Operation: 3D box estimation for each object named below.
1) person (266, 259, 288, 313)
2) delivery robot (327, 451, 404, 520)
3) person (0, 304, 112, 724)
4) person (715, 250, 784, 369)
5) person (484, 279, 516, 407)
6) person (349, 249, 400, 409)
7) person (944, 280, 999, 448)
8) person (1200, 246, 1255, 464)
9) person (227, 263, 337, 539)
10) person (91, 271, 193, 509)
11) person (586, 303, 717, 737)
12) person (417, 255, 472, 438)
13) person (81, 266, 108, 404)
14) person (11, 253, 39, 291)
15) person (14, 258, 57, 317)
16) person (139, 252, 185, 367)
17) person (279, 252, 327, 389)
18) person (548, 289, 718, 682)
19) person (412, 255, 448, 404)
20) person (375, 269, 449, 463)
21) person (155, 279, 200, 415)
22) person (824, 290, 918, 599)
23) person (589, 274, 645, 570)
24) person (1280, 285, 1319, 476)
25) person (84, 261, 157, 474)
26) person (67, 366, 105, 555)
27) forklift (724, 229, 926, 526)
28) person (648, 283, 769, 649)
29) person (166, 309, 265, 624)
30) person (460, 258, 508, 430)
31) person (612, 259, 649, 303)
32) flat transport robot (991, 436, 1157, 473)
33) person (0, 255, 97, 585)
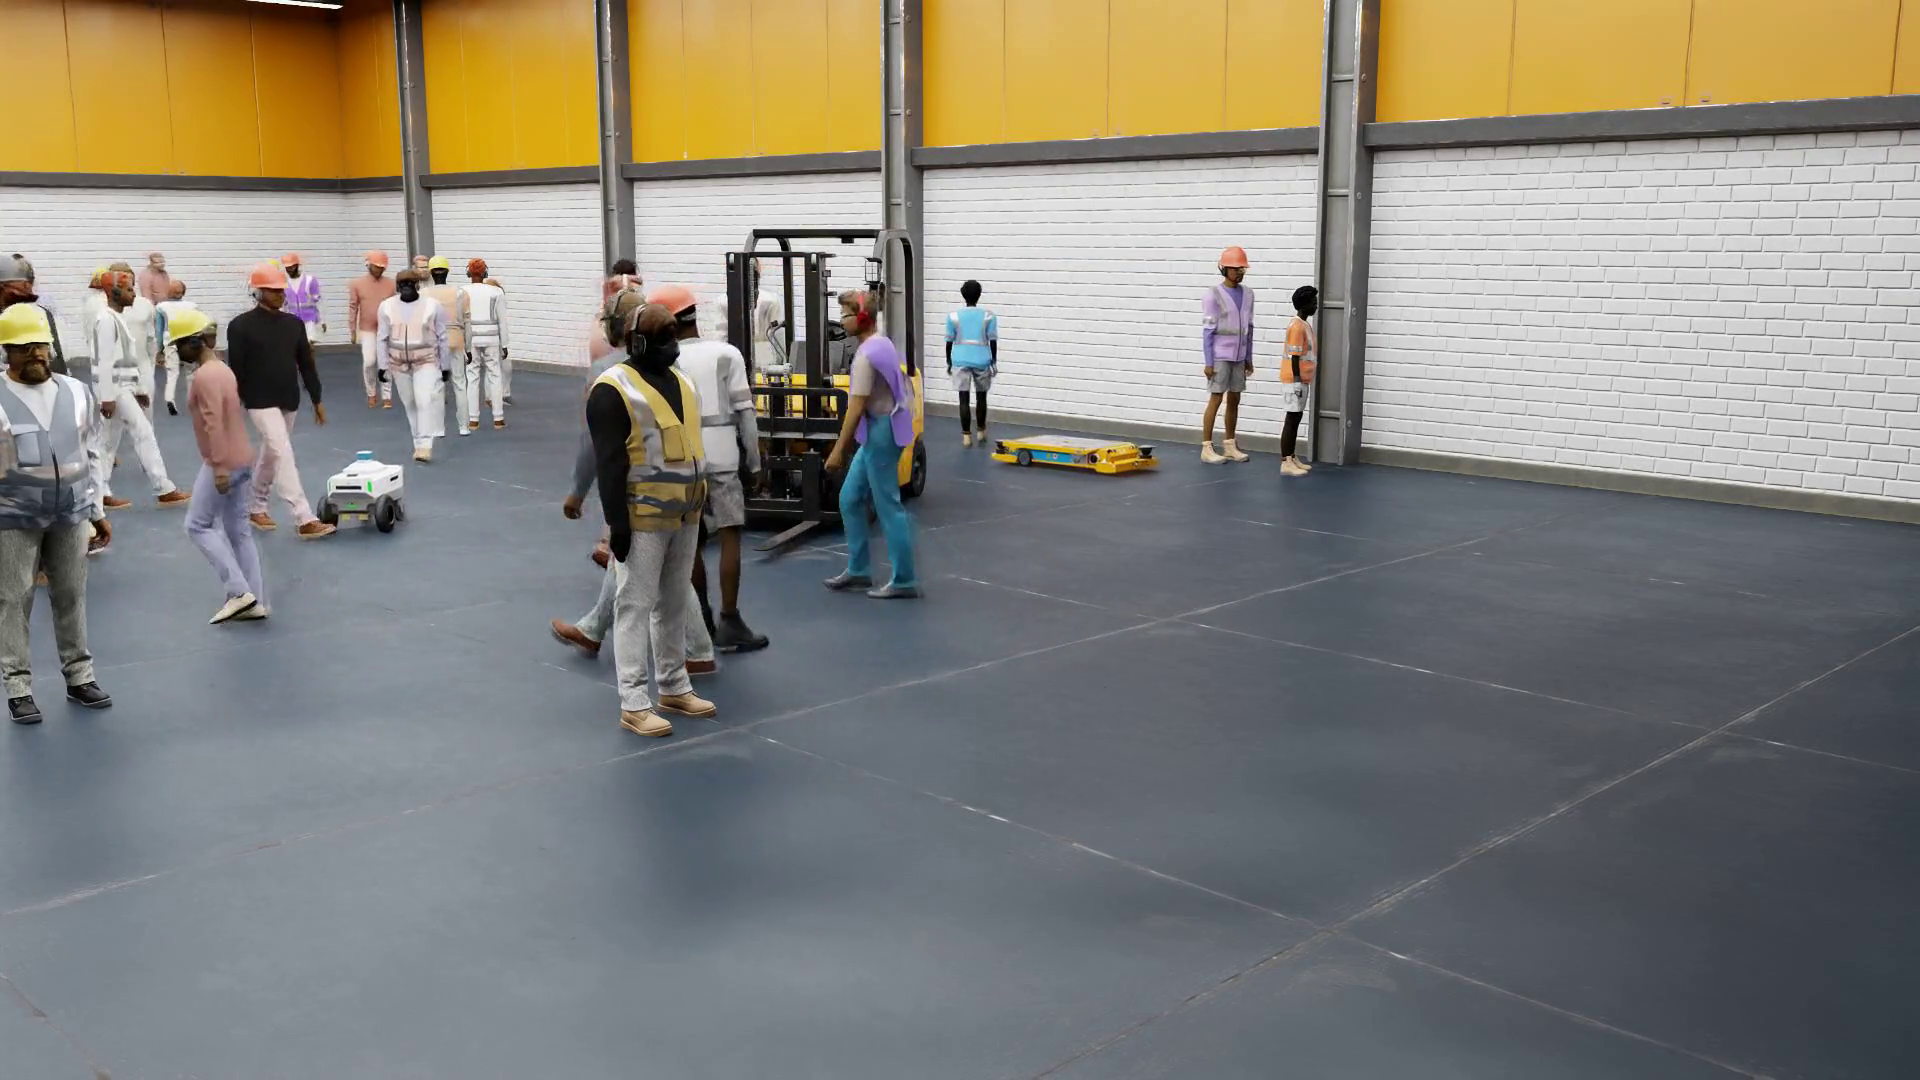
[{"bbox_3d":[-10.657,-3.480,25.885,0.522,1.763,0.319,5,12,25],"label":"person"},{"bbox_3d":[-4.339,-0.405,12.150,0.477,0.478,0.707,0,10,0],"label":"delivery robot"},{"bbox_3d":[-4.072,-0.122,7.371,0.403,1.835,0.588,8,13,37],"label":"person"},{"bbox_3d":[-1.925,-1.618,15.100,0.601,2.014,1.002,1,10,8],"label":"person"},{"bbox_3d":[-5.784,-2.435,20.625,0.453,1.594,0.535,7,12,32],"label":"person"},{"bbox_3d":[-7.162,-2.585,20.465,0.650,1.954,0.489,-5,11,-25],"label":"person"},{"bbox_3d":[0.114,-1.799,16.945,0.553,1.663,0.769,0,10,-1],"label":"person"},{"bbox_3d":[2.527,-1.716,15.550,0.609,2.032,0.440,-7,12,-33],"label":"person"},{"bbox_3d":[-4.844,-0.987,11.806,1.020,1.941,0.638,5,12,27],"label":"person"},{"bbox_3d":[-6.403,-1.155,12.954,0.916,1.844,0.599,-4,11,-21],"label":"person"},{"bbox_3d":[-1.305,-0.094,7.199,0.429,1.845,0.627,5,12,27],"label":"person"},{"bbox_3d":[-5.456,-2.038,17.592,0.585,1.918,0.379,-5,12,-26],"label":"person"},{"bbox_3d":[-10.830,-2.593,21.096,0.494,1.743,0.307,-3,11,-16],"label":"person"},{"bbox_3d":[-14.029,-3.348,24.911,0.505,1.857,0.319,-6,12,-29],"label":"person"},{"bbox_3d":[-8.413,-1.576,15.060,0.631,1.949,0.409,1,10,4],"label":"person"},{"bbox_3d":[-12.882,-3.688,26.749,0.838,1.858,0.670,3,11,14],"label":"person"},{"bbox_3d":[-9.134,-3.031,23.049,0.585,1.901,0.601,0,10,-2],"label":"person"},{"bbox_3d":[-1.606,-0.265,8.060,1.068,1.872,0.634,4,11,22],"label":"person"},{"bbox_3d":[-6.746,-2.640,20.996,0.660,1.875,0.638,-7,12,-32],"label":"person"},{"bbox_3d":[-5.156,-1.617,15.573,0.638,1.808,0.853,0,10,-1],"label":"person"},{"bbox_3d":[-9.373,-2.315,19.943,0.522,1.613,0.780,-2,11,-11],"label":"person"},{"bbox_3d":[-0.574,-0.539,9.686,0.716,1.811,0.580,0,10,0],"label":"person"},{"bbox_3d":[-2.046,-0.681,10.242,0.414,1.892,0.681,-1,10,-7],"label":"person"},{"bbox_3d":[3.023,-1.418,14.836,0.317,1.693,0.535,4,11,20],"label":"person"},{"bbox_3d":[-7.535,-1.549,14.966,0.903,1.915,0.636,9,14,41],"label":"person"},{"bbox_3d":[-6.067,-0.670,11.062,0.720,1.577,0.516,6,12,28],"label":"person"},{"bbox_3d":[-1.050,-1.319,12.920,1.214,2.155,2.313,2,11,13],"label":"forklift"},{"bbox_3d":[-1.332,-0.372,8.613,0.634,1.886,0.633,-1,10,-7],"label":"person"},{"bbox_3d":[-4.082,-0.396,9.141,0.457,1.731,0.554,-1,10,-7],"label":"person"},{"bbox_3d":[-5.268,-2.151,18.308,0.575,1.883,0.355,-3,11,-15],"label":"person"},{"bbox_3d":[-3.093,-1.709,15.832,0.489,1.905,0.619,2,11,10],"label":"person"},{"bbox_3d":[1.044,-0.809,15.387,1.431,0.197,0.652,9,14,40],"label":"flat transport robot"},{"bbox_3d":[-5.750,-0.735,10.154,0.541,2.000,0.760,-1,10,-3],"label":"person"}]
